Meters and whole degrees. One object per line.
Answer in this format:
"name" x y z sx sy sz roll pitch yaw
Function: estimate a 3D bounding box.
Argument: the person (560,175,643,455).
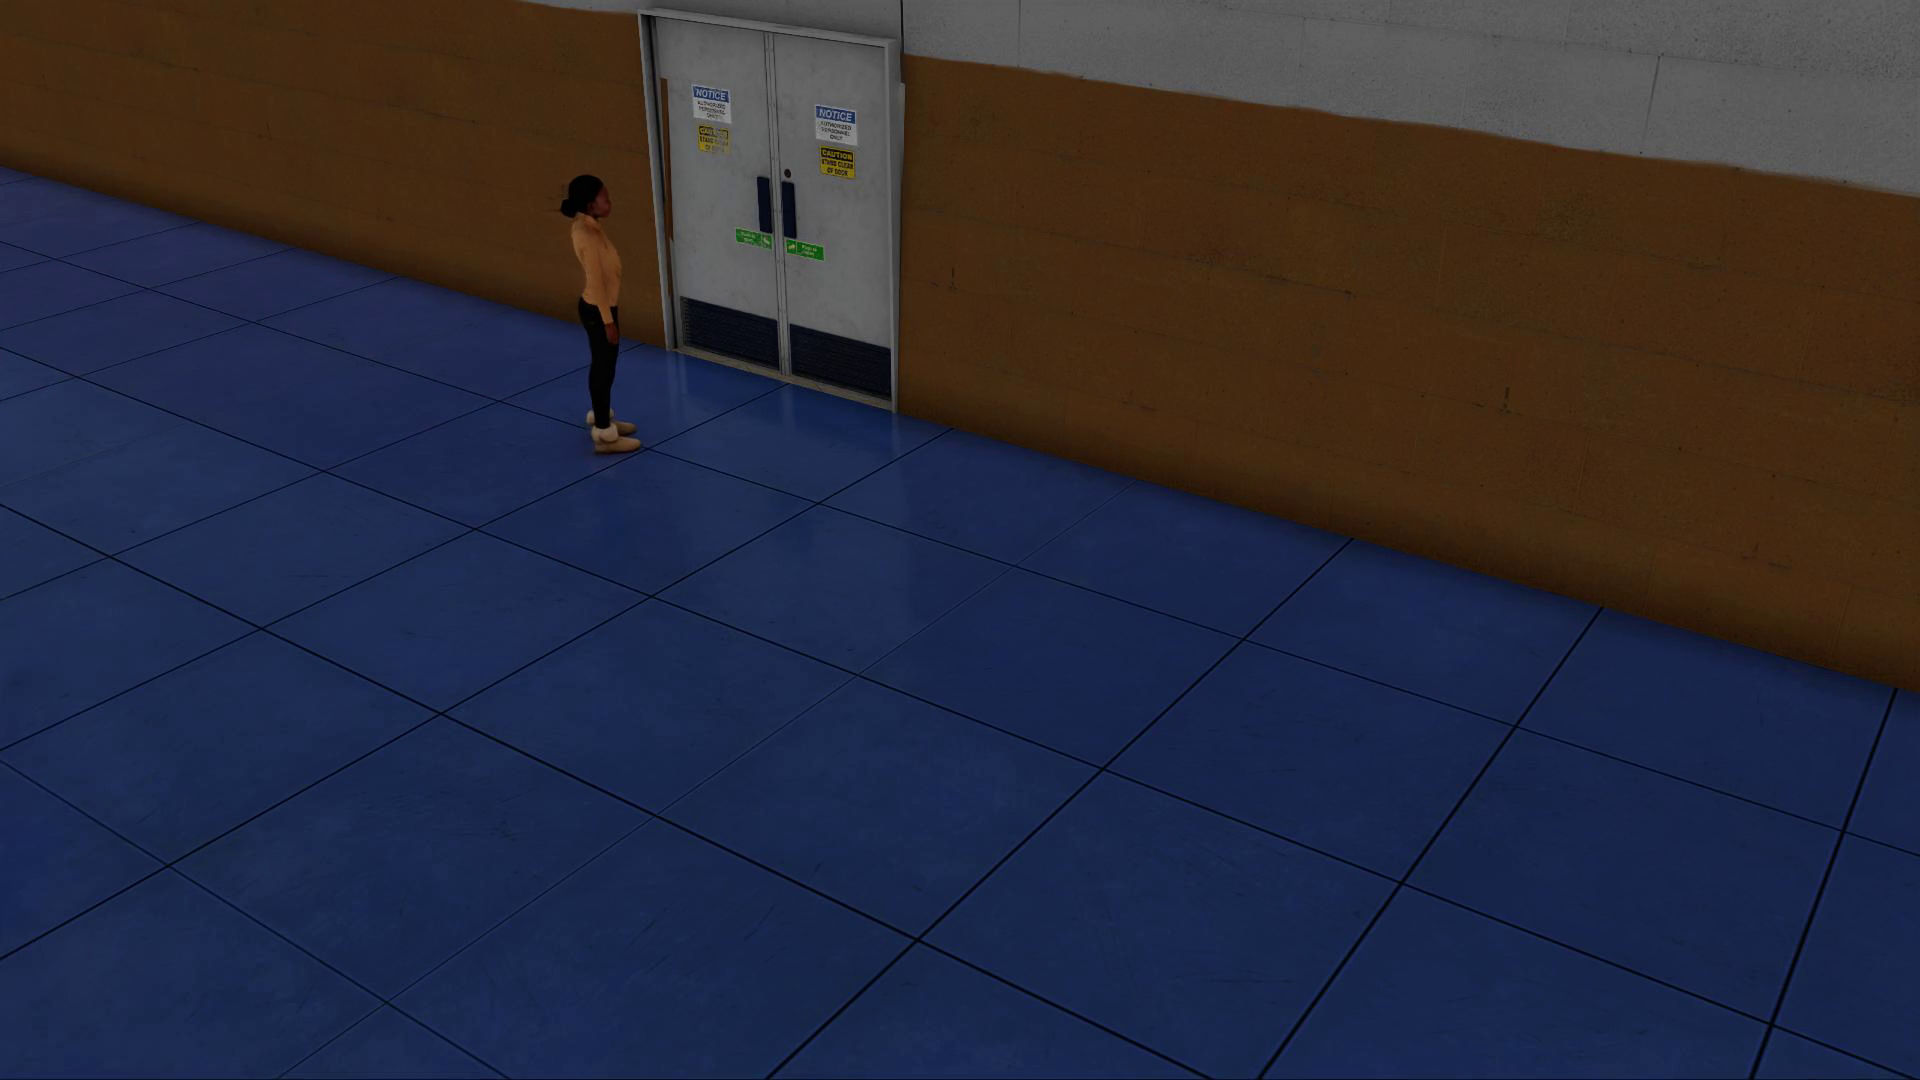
"person" -2.142 -1.332 9.801 0.734 1.658 0.690 -7 28 -13
